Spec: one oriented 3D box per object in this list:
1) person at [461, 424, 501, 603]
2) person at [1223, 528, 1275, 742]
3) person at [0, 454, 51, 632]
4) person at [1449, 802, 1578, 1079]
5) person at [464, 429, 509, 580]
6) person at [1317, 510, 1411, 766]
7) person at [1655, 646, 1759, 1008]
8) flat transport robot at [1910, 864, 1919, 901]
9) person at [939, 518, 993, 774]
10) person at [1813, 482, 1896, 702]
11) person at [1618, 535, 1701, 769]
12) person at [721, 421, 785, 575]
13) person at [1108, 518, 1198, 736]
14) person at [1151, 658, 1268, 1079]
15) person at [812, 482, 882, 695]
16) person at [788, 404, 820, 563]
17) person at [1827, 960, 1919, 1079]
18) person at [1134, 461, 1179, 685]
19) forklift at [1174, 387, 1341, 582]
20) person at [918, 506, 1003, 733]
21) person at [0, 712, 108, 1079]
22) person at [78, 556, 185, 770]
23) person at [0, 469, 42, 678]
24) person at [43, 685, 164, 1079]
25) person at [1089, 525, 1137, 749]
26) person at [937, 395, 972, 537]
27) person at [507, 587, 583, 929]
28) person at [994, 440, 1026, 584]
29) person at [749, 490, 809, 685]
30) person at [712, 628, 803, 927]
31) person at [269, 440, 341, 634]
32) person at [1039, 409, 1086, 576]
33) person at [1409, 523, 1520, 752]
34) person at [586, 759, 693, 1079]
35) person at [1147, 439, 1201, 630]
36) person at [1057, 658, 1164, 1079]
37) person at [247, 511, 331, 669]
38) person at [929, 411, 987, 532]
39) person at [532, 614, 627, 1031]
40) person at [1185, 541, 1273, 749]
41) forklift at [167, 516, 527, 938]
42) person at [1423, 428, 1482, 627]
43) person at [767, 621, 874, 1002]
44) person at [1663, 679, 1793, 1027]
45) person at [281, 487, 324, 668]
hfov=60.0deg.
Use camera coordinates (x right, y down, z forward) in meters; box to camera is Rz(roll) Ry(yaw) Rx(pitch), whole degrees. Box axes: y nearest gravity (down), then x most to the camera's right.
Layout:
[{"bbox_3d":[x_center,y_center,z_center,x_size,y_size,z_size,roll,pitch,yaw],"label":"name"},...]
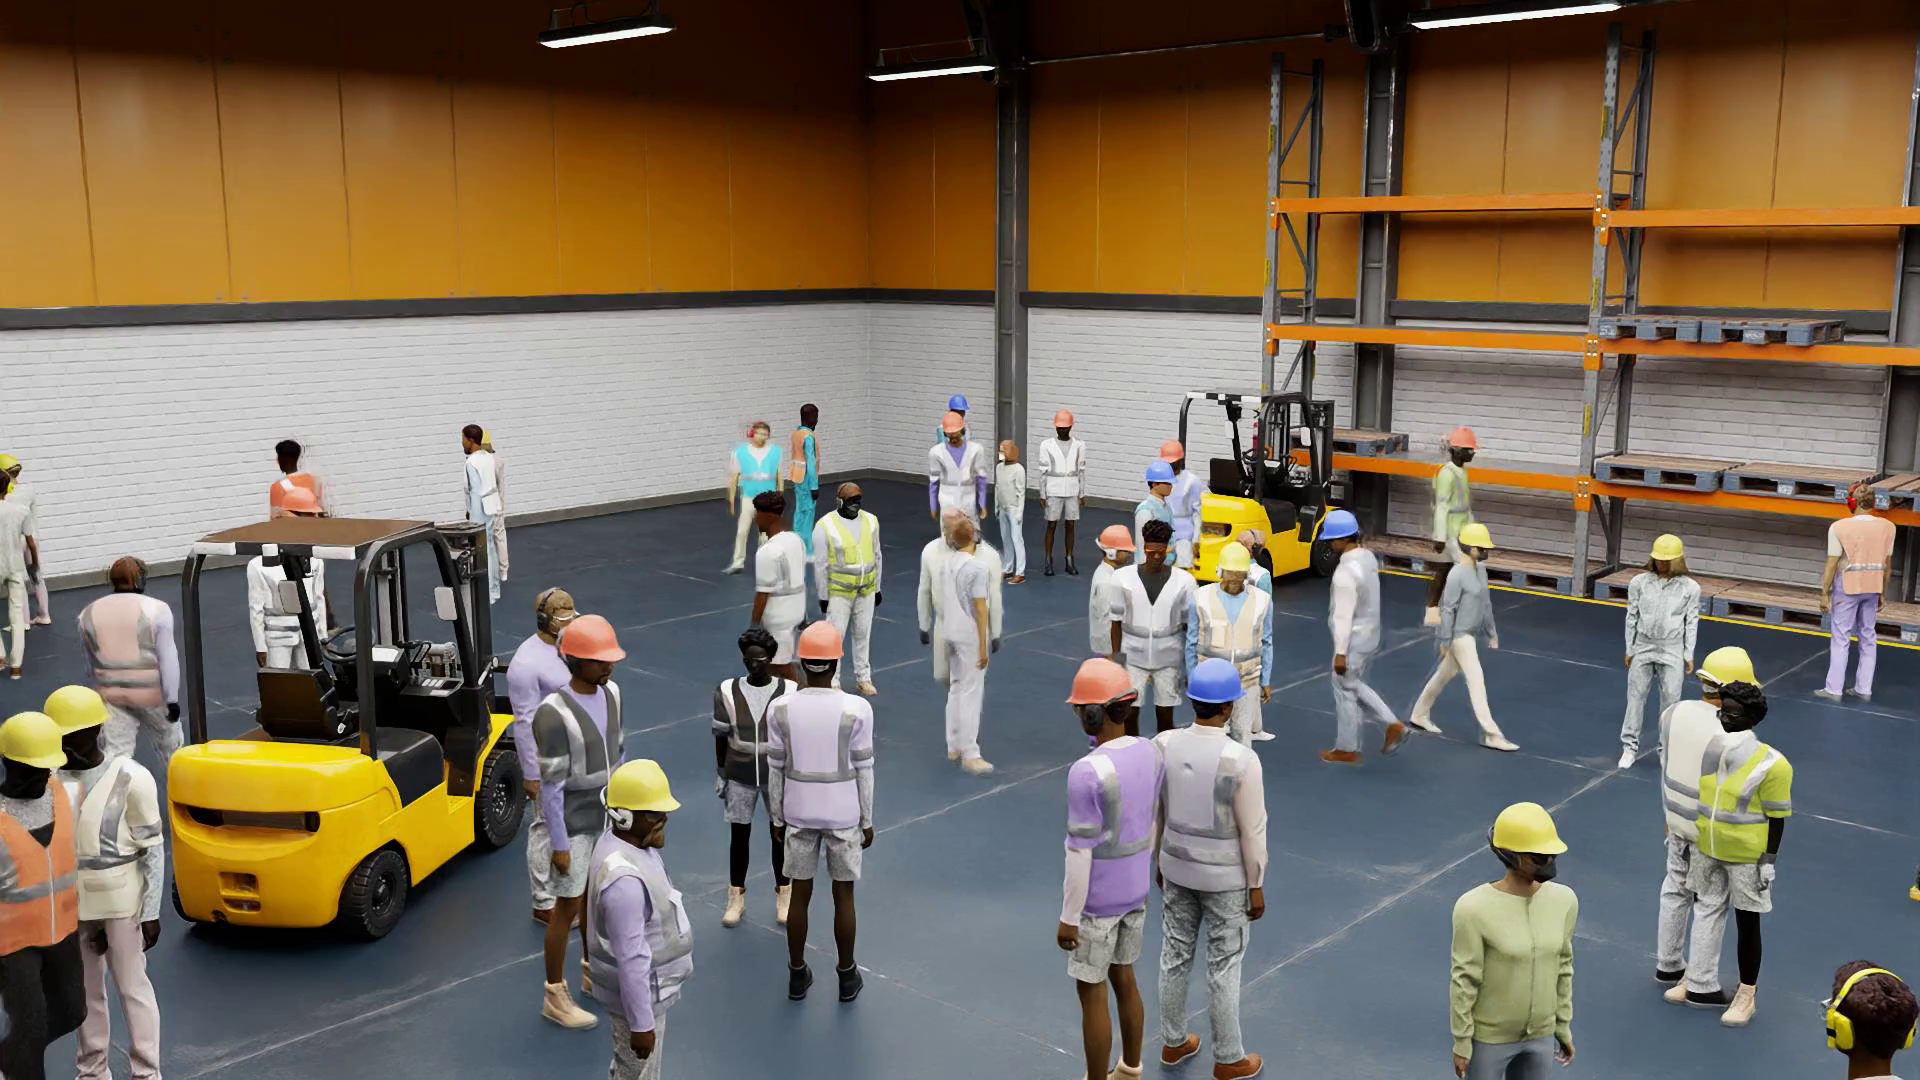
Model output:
[{"bbox_3d":[-5.081,-0.277,17.677,0.373,1.914,0.596,0,10,0],"label":"person"},{"bbox_3d":[2.202,0.725,12.755,0.309,1.641,0.514,-7,12,-33],"label":"person"},{"bbox_3d":[-9.332,0.022,16.438,0.351,1.758,0.522,2,10,12],"label":"person"},{"bbox_3d":[2.041,1.821,6.149,0.525,1.772,0.302,-3,10,-18],"label":"person"},{"bbox_3d":[-5.359,-0.382,18.766,0.485,1.744,0.308,-9,14,-43],"label":"person"},{"bbox_3d":[2.877,0.725,11.980,0.614,1.908,0.670,6,12,31],"label":"person"},{"bbox_3d":[3.727,1.423,8.279,0.403,1.821,0.601,-3,10,-16],"label":"person"},{"bbox_3d":[6.190,2.022,9.267,0.652,0.197,1.431,-10,14,-44],"label":"flat transport robot"},{"bbox_3d":[0.087,0.770,12.072,0.360,1.810,0.700,-7,12,-33],"label":"person"},{"bbox_3d":[7.439,0.446,13.791,0.562,1.837,0.387,-1,10,-5],"label":"person"},{"bbox_3d":[5.036,0.813,11.976,0.483,1.738,0.313,4,11,22],"label":"person"},{"bbox_3d":[-2.386,-0.463,19.073,0.746,1.808,0.420,-2,10,-10],"label":"person"},{"bbox_3d":[1.324,0.810,11.391,0.621,1.950,0.391,1,10,7],"label":"person"},{"bbox_3d":[1.120,1.490,7.521,0.602,1.949,0.391,9,13,41],"label":"person"},{"bbox_3d":[-0.925,0.421,13.954,0.619,1.836,0.431,-7,12,-33],"label":"person"},{"bbox_3d":[-1.856,-0.684,20.003,0.391,1.914,0.587,-4,11,-24],"label":"person"},{"bbox_3d":[2.420,2.059,4.546,0.510,1.861,0.324,-2,10,-11],"label":"person"},{"bbox_3d":[1.698,0.276,14.436,0.389,1.948,0.607,4,11,22],"label":"person"},{"bbox_3d":[3.298,-0.608,18.767,1.214,2.155,2.313,9,13,42],"label":"forklift"},{"bbox_3d":[0.029,0.630,12.631,0.685,1.872,0.660,4,11,21],"label":"person"},{"bbox_3d":[-3.928,1.618,6.953,0.655,1.893,0.627,4,11,24],"label":"person"},{"bbox_3d":[-5.316,0.990,10.828,0.637,1.784,0.980,0,10,1],"label":"person"},{"bbox_3d":[-8.436,0.282,14.675,0.577,1.849,0.609,-7,12,-33],"label":"person"},{"bbox_3d":[-3.732,1.560,7.184,0.594,1.926,0.366,2,10,9],"label":"person"},{"bbox_3d":[1.127,0.747,12.313,0.343,1.748,0.573,1,10,6],"label":"person"},{"bbox_3d":[-0.040,-0.854,20.871,0.393,1.946,0.617,7,12,36],"label":"person"},{"bbox_3d":[-2.240,1.199,9.248,0.381,1.929,0.636,4,11,20],"label":"person"},{"bbox_3d":[0.558,-0.322,18.767,0.288,1.628,0.502,-7,12,-34],"label":"person"},{"bbox_3d":[-1.474,0.581,12.707,0.768,1.937,0.647,3,10,17],"label":"person"},{"bbox_3d":[-1.108,1.312,9.253,0.536,1.696,0.322,0,10,-1],"label":"person"},{"bbox_3d":[-6.499,-0.021,16.263,1.022,1.919,0.615,3,10,16],"label":"person"},{"bbox_3d":[1.187,-0.546,19.153,0.551,1.933,0.365,-2,10,-11],"label":"person"},{"bbox_3d":[3.846,0.709,12.671,0.937,1.716,0.535,8,13,38],"label":"person"},{"bbox_3d":[-1.236,1.735,6.462,0.404,1.828,0.603,-2,10,-13],"label":"person"},{"bbox_3d":[2.084,-0.052,16.405,0.557,1.912,0.448,5,11,26],"label":"person"},{"bbox_3d":[0.614,1.510,7.185,0.410,2.033,0.613,8,13,37],"label":"person"},{"bbox_3d":[-4.843,0.726,12.062,0.356,1.882,0.574,8,13,39],"label":"person"},{"bbox_3d":[-0.031,-0.435,18.324,0.641,2.012,0.708,-1,10,-6],"label":"person"},{"bbox_3d":[-1.793,1.353,8.080,0.428,2.033,0.609,5,11,25],"label":"person"},{"bbox_3d":[1.802,0.911,11.143,0.589,1.834,0.403,0,10,3],"label":"person"},{"bbox_3d":[-3.583,0.976,9.748,1.214,2.155,2.313,2,10,11],"label":"forklift"},{"bbox_3d":[4.916,-0.090,16.335,0.722,2.019,0.626,4,11,23],"label":"person"},{"bbox_3d":[-0.689,1.359,8.345,0.540,1.929,0.390,2,10,9],"label":"person"},{"bbox_3d":[3.756,1.511,8.118,0.319,1.697,0.532,-6,12,-31],"label":"person"},{"bbox_3d":[-5.105,0.544,12.947,0.379,1.932,0.555,-2,10,-12],"label":"person"}]
